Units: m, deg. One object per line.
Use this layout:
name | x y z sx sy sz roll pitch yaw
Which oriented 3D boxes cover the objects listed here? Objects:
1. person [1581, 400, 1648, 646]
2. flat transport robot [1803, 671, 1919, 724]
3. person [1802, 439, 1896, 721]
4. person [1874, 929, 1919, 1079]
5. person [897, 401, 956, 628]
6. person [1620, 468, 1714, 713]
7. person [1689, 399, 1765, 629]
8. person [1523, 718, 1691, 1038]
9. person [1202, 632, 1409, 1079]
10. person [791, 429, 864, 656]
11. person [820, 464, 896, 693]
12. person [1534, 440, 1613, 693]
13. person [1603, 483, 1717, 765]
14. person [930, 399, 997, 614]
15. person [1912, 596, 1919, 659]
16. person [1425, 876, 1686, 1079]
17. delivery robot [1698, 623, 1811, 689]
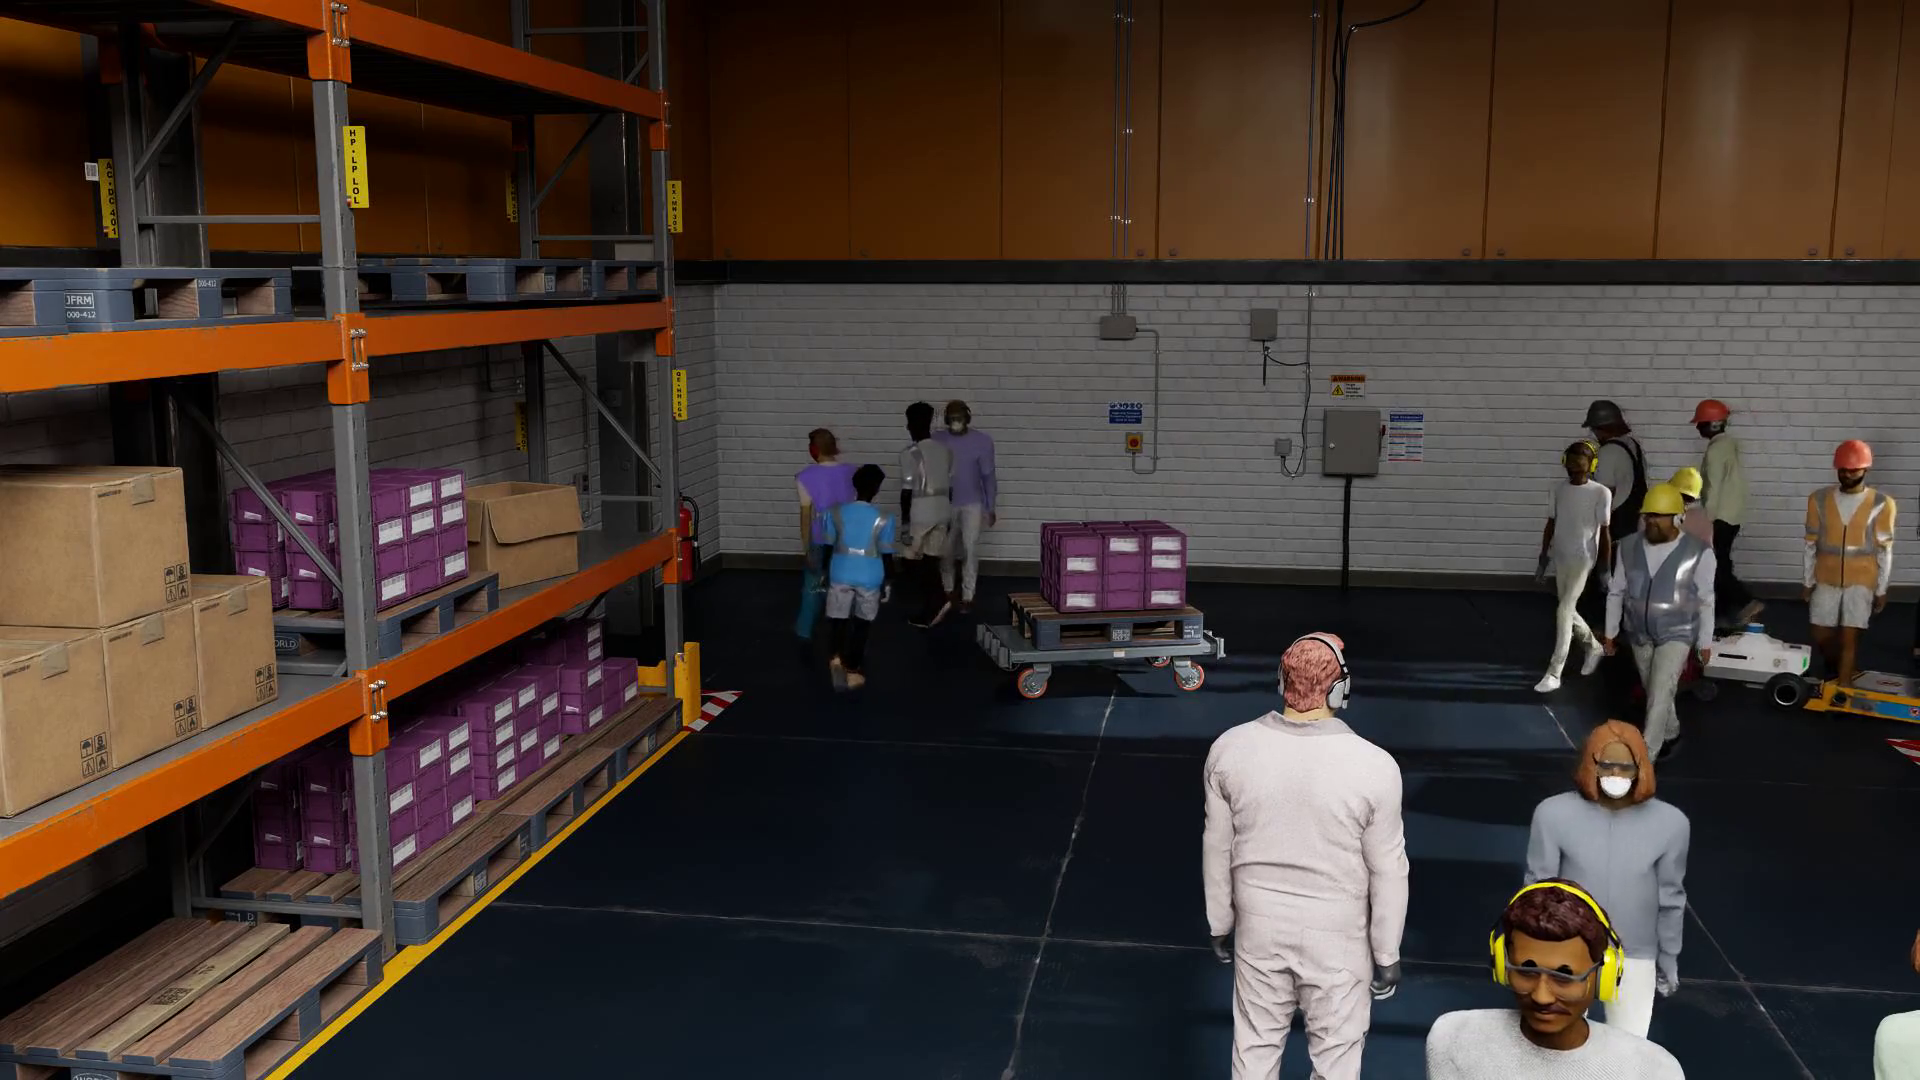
person | 5.313 -0.146 13.394 0.705 2.000 0.694 -8 12 -39
flat transport robot | 6.483 1.095 11.184 1.431 0.197 0.652 9 13 43
person | 6.044 0.253 11.334 0.543 1.920 0.588 7 12 38
person | 2.335 1.596 3.909 0.503 1.633 0.280 -1 9 -7
person | -0.251 -0.189 13.972 0.604 1.947 0.530 -9 13 -43
person | 4.922 0.330 11.525 0.934 1.693 0.547 -5 11 -31
person | 6.451 -0.202 13.994 0.665 1.962 0.656 9 13 43
person | 2.122 1.347 5.533 0.510 1.602 0.800 2 10 15
person | 1.101 1.234 5.301 0.652 1.906 0.402 5 11 29
person | -1.040 0.017 13.185 0.569 1.783 1.028 -5 10 -28
person | -0.746 0.293 11.839 0.563 1.662 0.628 1 9 9
person | 4.522 0.163 12.182 0.934 1.819 0.522 -6 11 -35
person | 4.232 0.530 10.031 0.926 1.791 0.608 -8 12 -41
person | -0.008 -0.293 14.683 0.669 1.918 0.418 0 9 3
person | 7.599 0.051 12.782 0.329 1.844 0.517 1 9 9
person | 1.150 1.573 3.324 0.534 1.869 0.315 3 10 21
delivery robot | 5.571 0.827 11.677 0.707 0.478 0.477 5 10 29
